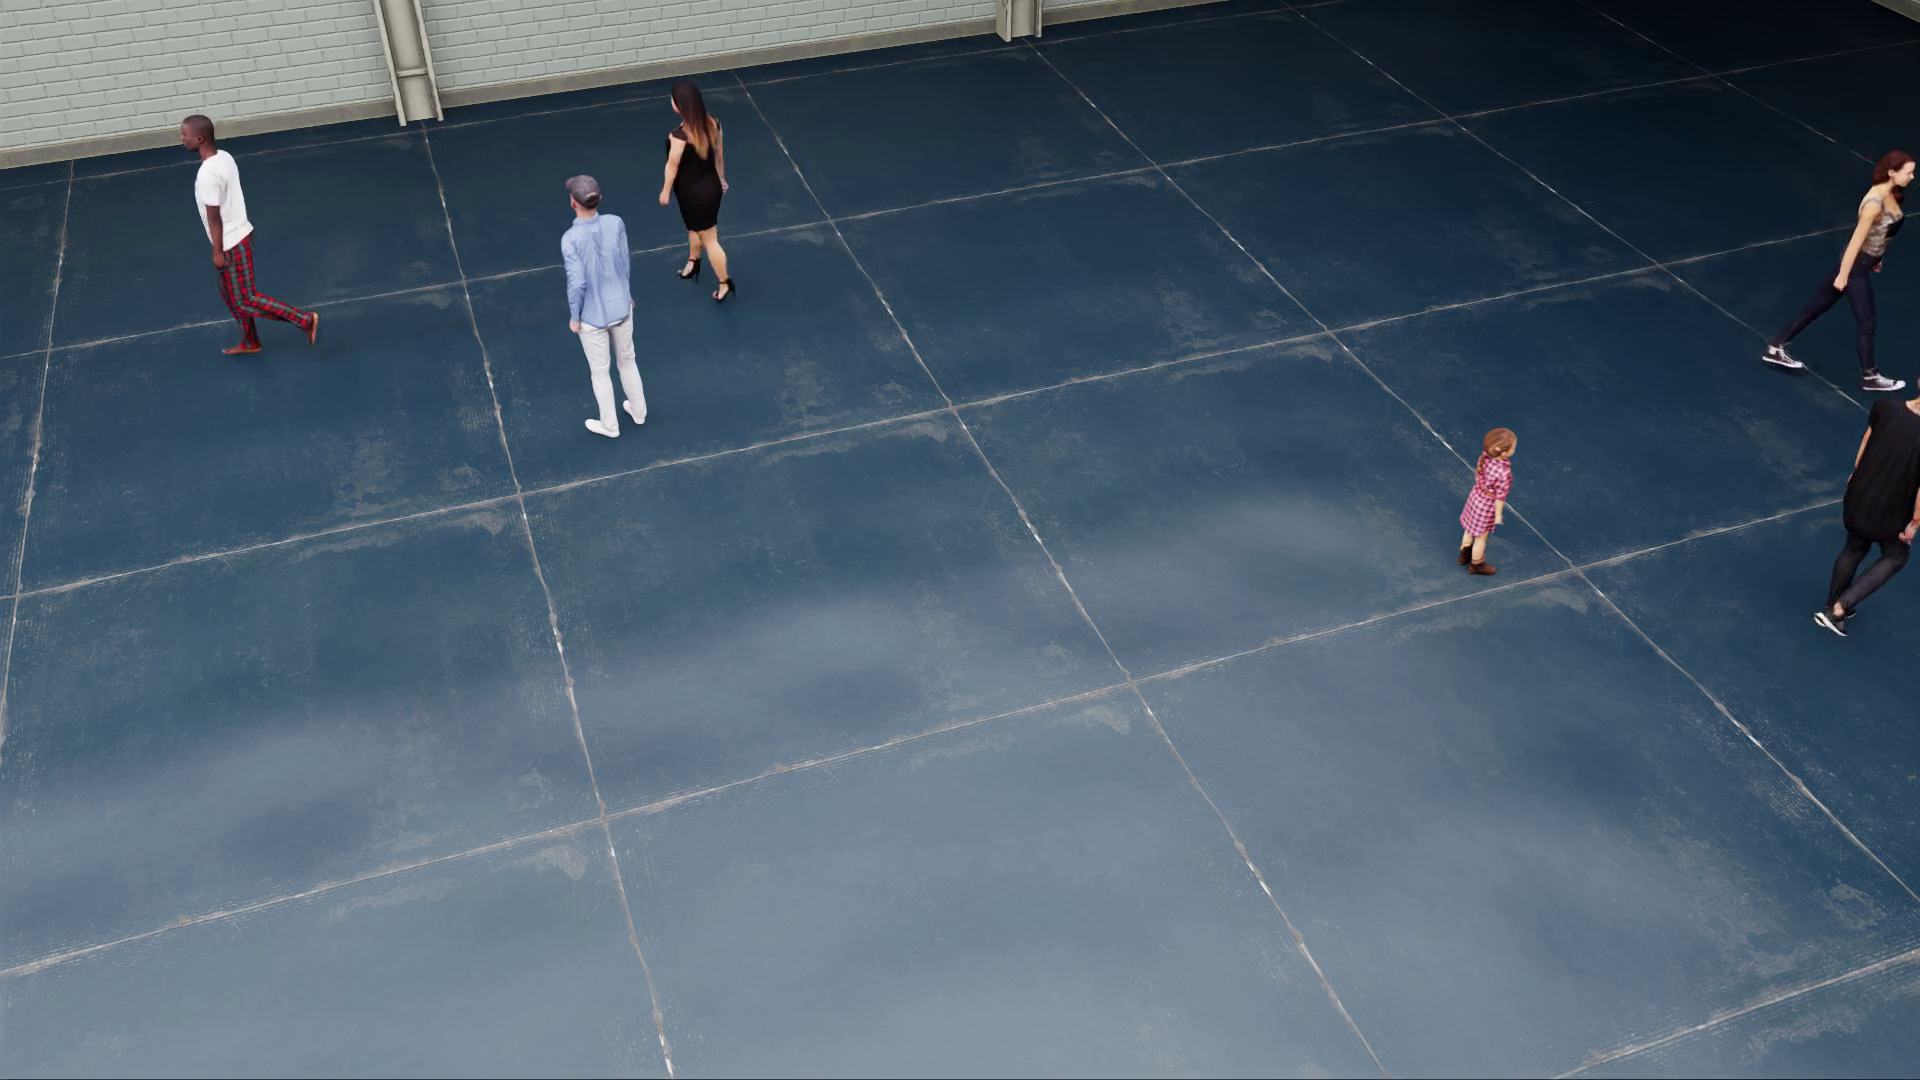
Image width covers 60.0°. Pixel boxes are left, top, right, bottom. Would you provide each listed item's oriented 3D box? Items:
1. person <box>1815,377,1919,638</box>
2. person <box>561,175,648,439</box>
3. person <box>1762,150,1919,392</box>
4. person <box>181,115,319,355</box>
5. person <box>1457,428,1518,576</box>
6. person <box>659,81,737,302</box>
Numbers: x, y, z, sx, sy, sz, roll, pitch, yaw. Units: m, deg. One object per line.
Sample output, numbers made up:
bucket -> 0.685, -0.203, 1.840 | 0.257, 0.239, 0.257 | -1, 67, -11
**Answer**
person -> 5.076, -0.215, 9.230 | 0.788, 1.856, 0.731 | -19, 42, -22
person -> -2.337, -1.522, 10.875 | 0.660, 1.887, 0.794 | -31, 48, -34
person -> 6.057, -1.867, 11.457 | 1.119, 1.714, 1.165 | 22, 43, 26
person -> -5.015, -2.090, 11.658 | 1.005, 1.818, 0.770 | -6, 38, -7
person -> 3.147, -0.241, 9.940 | 0.459, 1.022, 0.438 | -10, 39, -12
person -> -1.854, -2.537, 12.334 | 0.982, 1.689, 0.926 | 16, 41, 19
